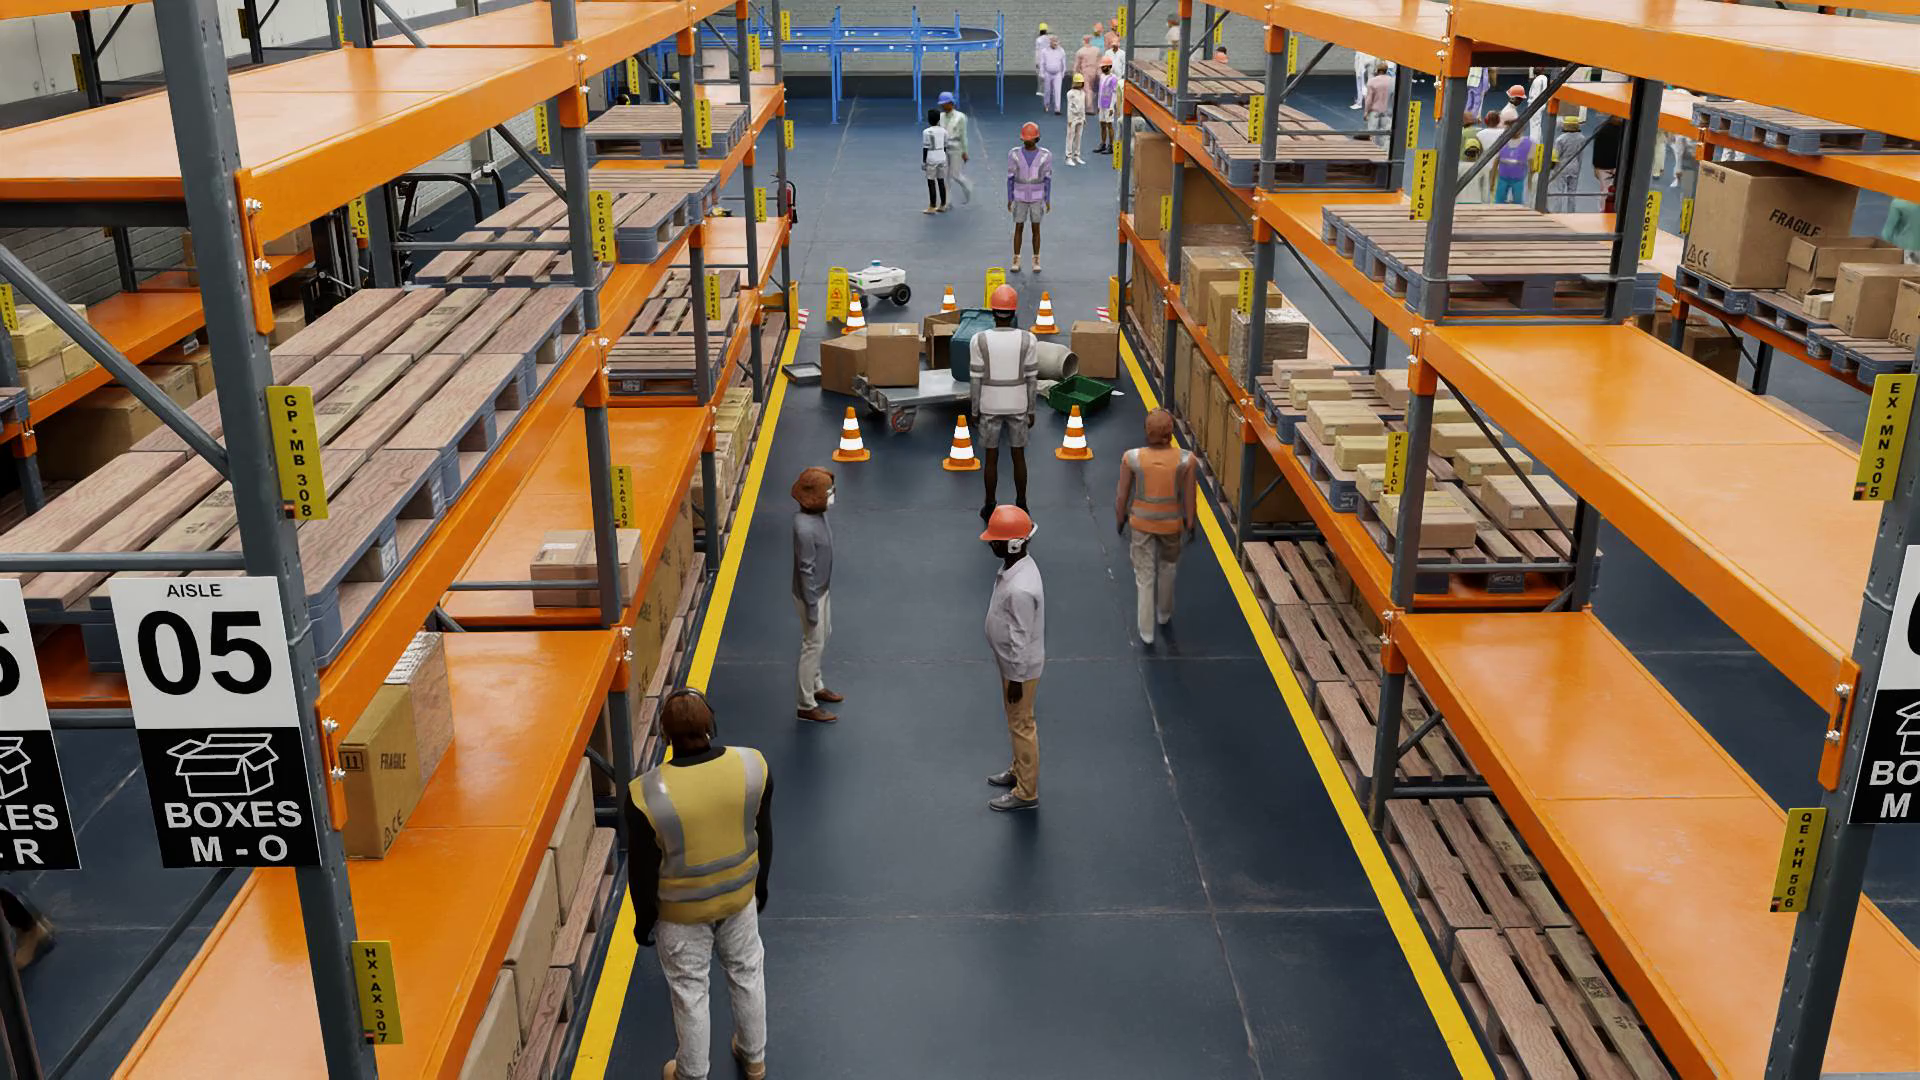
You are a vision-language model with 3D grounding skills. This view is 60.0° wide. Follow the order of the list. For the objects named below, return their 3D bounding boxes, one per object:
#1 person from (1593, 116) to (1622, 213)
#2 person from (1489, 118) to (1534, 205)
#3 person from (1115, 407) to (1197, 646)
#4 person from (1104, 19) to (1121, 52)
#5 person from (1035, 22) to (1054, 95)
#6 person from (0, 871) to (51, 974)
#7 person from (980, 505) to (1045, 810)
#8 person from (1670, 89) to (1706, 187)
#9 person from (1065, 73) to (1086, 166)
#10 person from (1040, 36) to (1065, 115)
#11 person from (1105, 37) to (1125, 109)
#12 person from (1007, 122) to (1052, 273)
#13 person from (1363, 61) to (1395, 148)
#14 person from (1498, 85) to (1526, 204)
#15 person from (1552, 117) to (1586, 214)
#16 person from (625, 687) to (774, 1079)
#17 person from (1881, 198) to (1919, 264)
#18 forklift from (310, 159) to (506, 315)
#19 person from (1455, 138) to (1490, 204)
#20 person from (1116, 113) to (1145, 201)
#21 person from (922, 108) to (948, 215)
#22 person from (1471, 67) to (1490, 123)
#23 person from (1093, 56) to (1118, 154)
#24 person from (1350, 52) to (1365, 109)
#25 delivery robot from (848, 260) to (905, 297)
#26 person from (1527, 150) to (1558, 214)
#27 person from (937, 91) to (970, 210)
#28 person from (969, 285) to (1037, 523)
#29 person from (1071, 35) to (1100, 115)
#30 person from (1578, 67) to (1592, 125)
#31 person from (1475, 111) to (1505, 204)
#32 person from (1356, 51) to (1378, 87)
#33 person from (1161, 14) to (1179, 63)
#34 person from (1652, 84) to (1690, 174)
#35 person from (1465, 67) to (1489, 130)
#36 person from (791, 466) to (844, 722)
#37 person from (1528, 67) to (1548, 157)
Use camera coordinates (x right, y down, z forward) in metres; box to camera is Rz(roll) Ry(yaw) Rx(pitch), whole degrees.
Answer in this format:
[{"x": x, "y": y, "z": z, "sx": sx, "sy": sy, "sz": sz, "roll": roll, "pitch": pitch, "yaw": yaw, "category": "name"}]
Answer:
[{"x": 10.089, "y": -5.751, "z": 25.692, "sx": 0.636, "sy": 1.940, "sz": 0.807, "roll": 4, "pitch": 21, "yaw": 12, "category": "person"}, {"x": 8.271, "y": -5.375, "z": 24.883, "sx": 0.628, "sy": 1.819, "sz": 0.409, "roll": 14, "pitch": 25, "yaw": 32, "category": "person"}, {"x": 1.316, "y": -0.129, "z": 11.270, "sx": 0.540, "sy": 1.614, "sz": 0.674, "roll": 1, "pitch": 21, "yaw": 2, "category": "person"}, {"x": 4.109, "y": -12.996, "z": 44.767, "sx": 0.609, "sy": 1.995, "sz": 0.376, "roll": -19, "pitch": 28, "yaw": -41, "category": "person"}, {"x": 2.283, "y": -12.873, "z": 44.560, "sx": 0.595, "sy": 1.907, "sz": 0.680, "roll": -8, "pitch": 22, "yaw": -21, "category": "person"}, {"x": -4.442, "y": 1.337, "z": 7.366, "sx": 0.536, "sy": 1.651, "sz": 0.881, "roll": 3, "pitch": 21, "yaw": 8, "category": "person"}, {"x": 0.281, "y": 0.637, "z": 9.089, "sx": 0.348, "sy": 1.744, "sz": 0.558, "roll": -2, "pitch": 21, "yaw": -5, "category": "person"}, {"x": 13.144, "y": -7.320, "z": 29.904, "sx": 0.604, "sy": 1.896, "sz": 0.658, "roll": 18, "pitch": 27, "yaw": 39, "category": "person"}, {"x": 2.284, "y": -8.209, "z": 32.463, "sx": 0.483, "sy": 1.745, "sz": 0.299, "roll": -19, "pitch": 28, "yaw": -41, "category": "person"}, {"x": 2.259, "y": -11.356, "z": 40.631, "sx": 0.639, "sy": 1.857, "sz": 0.972, "roll": 0, "pitch": 21, "yaw": -1, "category": "person"}, {"x": 3.872, "y": -11.700, "z": 41.677, "sx": 0.563, "sy": 1.753, "sz": 0.335, "roll": 6, "pitch": 21, "yaw": 15, "category": "person"}, {"x": 0.941, "y": -4.669, "z": 22.704, "sx": 0.605, "sy": 2.034, "sz": 0.392, "roll": 1, "pitch": 21, "yaw": 4, "category": "person"}, {"x": 8.261, "y": -8.441, "z": 32.805, "sx": 0.635, "sy": 1.939, "sz": 0.361, "roll": -5, "pitch": 21, "yaw": -12, "category": "person"}, {"x": 9.236, "y": -6.642, "z": 27.996, "sx": 0.410, "sy": 1.981, "sz": 0.627, "roll": 9, "pitch": 22, "yaw": 22, "category": "person"}, {"x": 9.532, "y": -5.815, "z": 26.154, "sx": 0.482, "sy": 1.734, "sz": 0.333, "roll": -2, "pitch": 21, "yaw": -5, "category": "person"}, {"x": -1.056, "y": 1.456, "z": 6.793, "sx": 0.624, "sy": 1.837, "sz": 0.430, "roll": -12, "pitch": 24, "yaw": -29, "category": "person"}, {"x": 11.201, "y": -3.427, "z": 19.625, "sx": 0.642, "sy": 1.895, "sz": 1.000, "roll": -1, "pitch": 21, "yaw": -3, "category": "person"}, {"x": -5.622, "y": -2.910, "z": 17.832, "sx": 2.313, "sy": 2.155, "sz": 1.214, "roll": -1, "pitch": 21, "yaw": -1, "category": "forklift"}, {"x": 7.046, "y": -4.676, "z": 23.099, "sx": 0.523, "sy": 1.766, "sz": 0.320, "roll": 3, "pitch": 21, "yaw": 8, "category": "person"}, {"x": 2.904, "y": -6.671, "z": 28.418, "sx": 0.489, "sy": 1.732, "sz": 0.325, "roll": 2, "pitch": 21, "yaw": 4, "category": "person"}, {"x": -0.410, "y": -6.184, "z": 27.194, "sx": 0.321, "sy": 1.690, "sz": 0.536, "roll": 18, "pitch": 27, "yaw": 39, "category": "person"}, {"x": 12.159, "y": -10.697, "z": 38.874, "sx": 0.514, "sy": 1.866, "sz": 0.332, "roll": -2, "pitch": 21, "yaw": -5, "category": "person"}, {"x": 2.969, "y": -8.858, "z": 33.912, "sx": 0.361, "sy": 1.938, "sz": 0.545, "roll": -11, "pitch": 23, "yaw": -27, "category": "person"}, {"x": 9.993, "y": -11.712, "z": 41.698, "sx": 0.329, "sy": 1.765, "sz": 0.525, "roll": 5, "pitch": 21, "yaw": 13, "category": "person"}, {"x": -1.053, "y": -3.272, "z": 20.940, "sx": 0.707, "sy": 0.478, "sz": 0.477, "roll": -14, "pitch": 25, "yaw": -33, "category": "delivery robot"}, {"x": 7.795, "y": -4.391, "z": 22.377, "sx": 0.320, "sy": 1.740, "sz": 0.514, "roll": 13, "pitch": 24, "yaw": 31, "category": "person"}, {"x": -0.137, "y": -6.460, "z": 27.601, "sx": 0.635, "sy": 1.917, "sz": 0.546, "roll": 13, "pitch": 24, "yaw": 30, "category": "person"}, {"x": 0.341, "y": -1.082, "z": 13.357, "sx": 0.547, "sy": 1.938, "sz": 0.379, "roll": -1, "pitch": 21, "yaw": -3, "category": "person"}, {"x": 3.017, "y": -11.354, "z": 40.612, "sx": 0.679, "sy": 1.852, "sz": 0.984, "roll": -13, "pitch": 25, "yaw": -32, "category": "person"}, {"x": 14.482, "y": -10.478, "z": 38.631, "sx": 0.285, "sy": 1.624, "sz": 0.509, "roll": 13, "pitch": 24, "yaw": 31, "category": "person"}, {"x": 8.251, "y": -5.786, "z": 25.997, "sx": 0.558, "sy": 1.782, "sz": 0.988, "roll": -1, "pitch": 21, "yaw": -3, "category": "person"}, {"x": 10.663, "y": -12.506, "z": 43.578, "sx": 0.665, "sy": 1.912, "sz": 0.485, "roll": -2, "pitch": 21, "yaw": -6, "category": "person"}, {"x": 5.779, "y": -13.584, "z": 46.259, "sx": 0.701, "sy": 2.000, "sz": 0.714, "roll": 4, "pitch": 21, "yaw": 10, "category": "person"}, {"x": 13.396, "y": -7.793, "z": 31.208, "sx": 0.580, "sy": 1.868, "sz": 0.634, "roll": -8, "pitch": 22, "yaw": -20, "category": "person"}, {"x": 11.679, "y": -10.242, "z": 37.617, "sx": 0.394, "sy": 1.908, "sz": 0.597, "roll": -10, "pitch": 23, "yaw": -25, "category": "person"}, {"x": -0.878, "y": 0.324, "z": 10.082, "sx": 0.279, "sy": 1.621, "sz": 0.508, "roll": 2, "pitch": 21, "yaw": 4, "category": "person"}, {"x": 11.616, "y": -8.697, "z": 33.561, "sx": 0.355, "sy": 1.883, "sz": 0.572, "roll": 13, "pitch": 24, "yaw": 30, "category": "person"}]
